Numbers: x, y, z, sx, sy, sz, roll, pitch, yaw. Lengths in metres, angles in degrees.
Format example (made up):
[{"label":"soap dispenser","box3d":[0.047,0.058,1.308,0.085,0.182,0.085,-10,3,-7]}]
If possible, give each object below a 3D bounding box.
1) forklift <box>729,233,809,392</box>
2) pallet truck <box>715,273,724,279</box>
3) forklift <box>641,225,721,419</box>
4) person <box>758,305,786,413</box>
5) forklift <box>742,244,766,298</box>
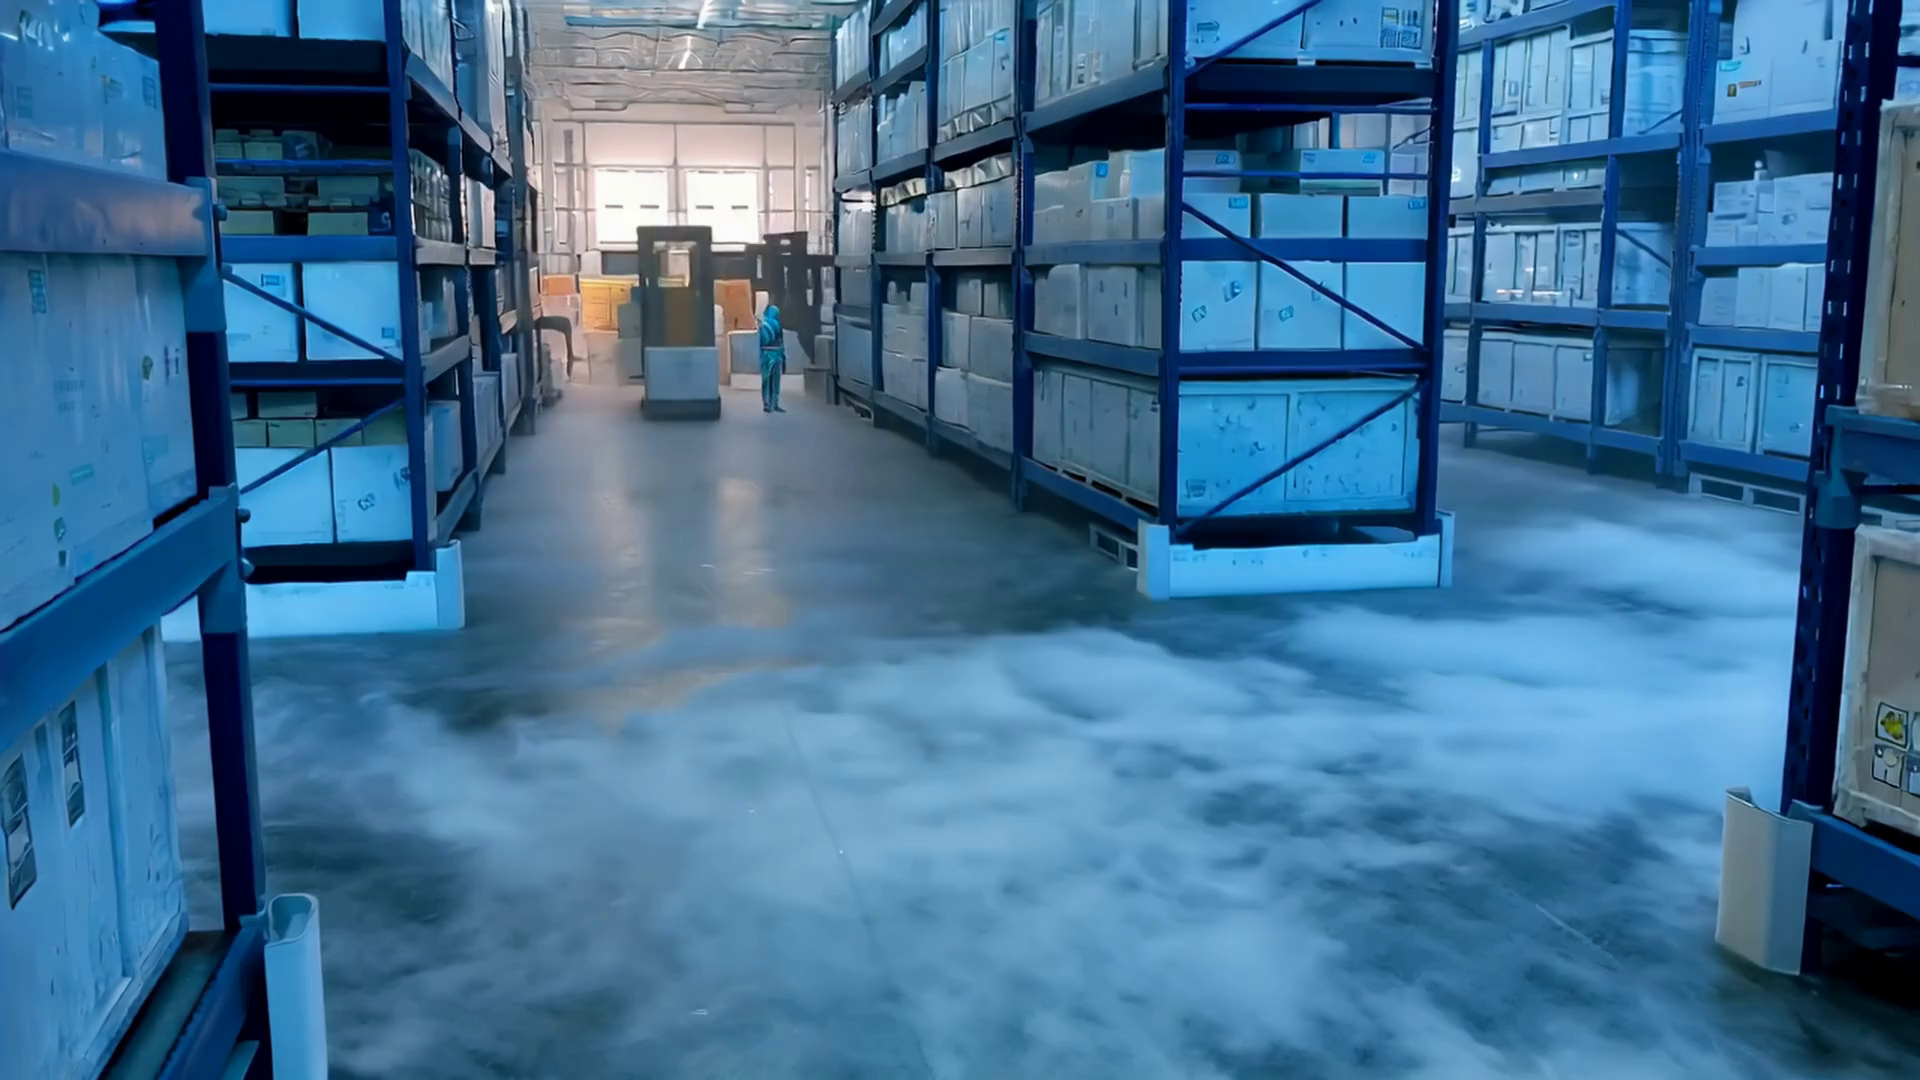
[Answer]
[{"label":"forklift","box3d":[-3.138,-4.105,29.846,1.873,2.768,1.129,-8,12,-41]},{"label":"pallet truck","box3d":[-8.580,-8.986,62.280,1.885,1.965,0.823,1,9,5]},{"label":"forklift","box3d":[-4.159,-3.237,24.557,1.129,2.768,1.873,-2,10,-12]},{"label":"person","box3d":[-2.870,-2.755,25.386,0.306,1.640,0.522,7,12,37]},{"label":"forklift","box3d":[-5.434,-6.559,44.801,1.873,2.768,1.129,-9,13,-44]}]
